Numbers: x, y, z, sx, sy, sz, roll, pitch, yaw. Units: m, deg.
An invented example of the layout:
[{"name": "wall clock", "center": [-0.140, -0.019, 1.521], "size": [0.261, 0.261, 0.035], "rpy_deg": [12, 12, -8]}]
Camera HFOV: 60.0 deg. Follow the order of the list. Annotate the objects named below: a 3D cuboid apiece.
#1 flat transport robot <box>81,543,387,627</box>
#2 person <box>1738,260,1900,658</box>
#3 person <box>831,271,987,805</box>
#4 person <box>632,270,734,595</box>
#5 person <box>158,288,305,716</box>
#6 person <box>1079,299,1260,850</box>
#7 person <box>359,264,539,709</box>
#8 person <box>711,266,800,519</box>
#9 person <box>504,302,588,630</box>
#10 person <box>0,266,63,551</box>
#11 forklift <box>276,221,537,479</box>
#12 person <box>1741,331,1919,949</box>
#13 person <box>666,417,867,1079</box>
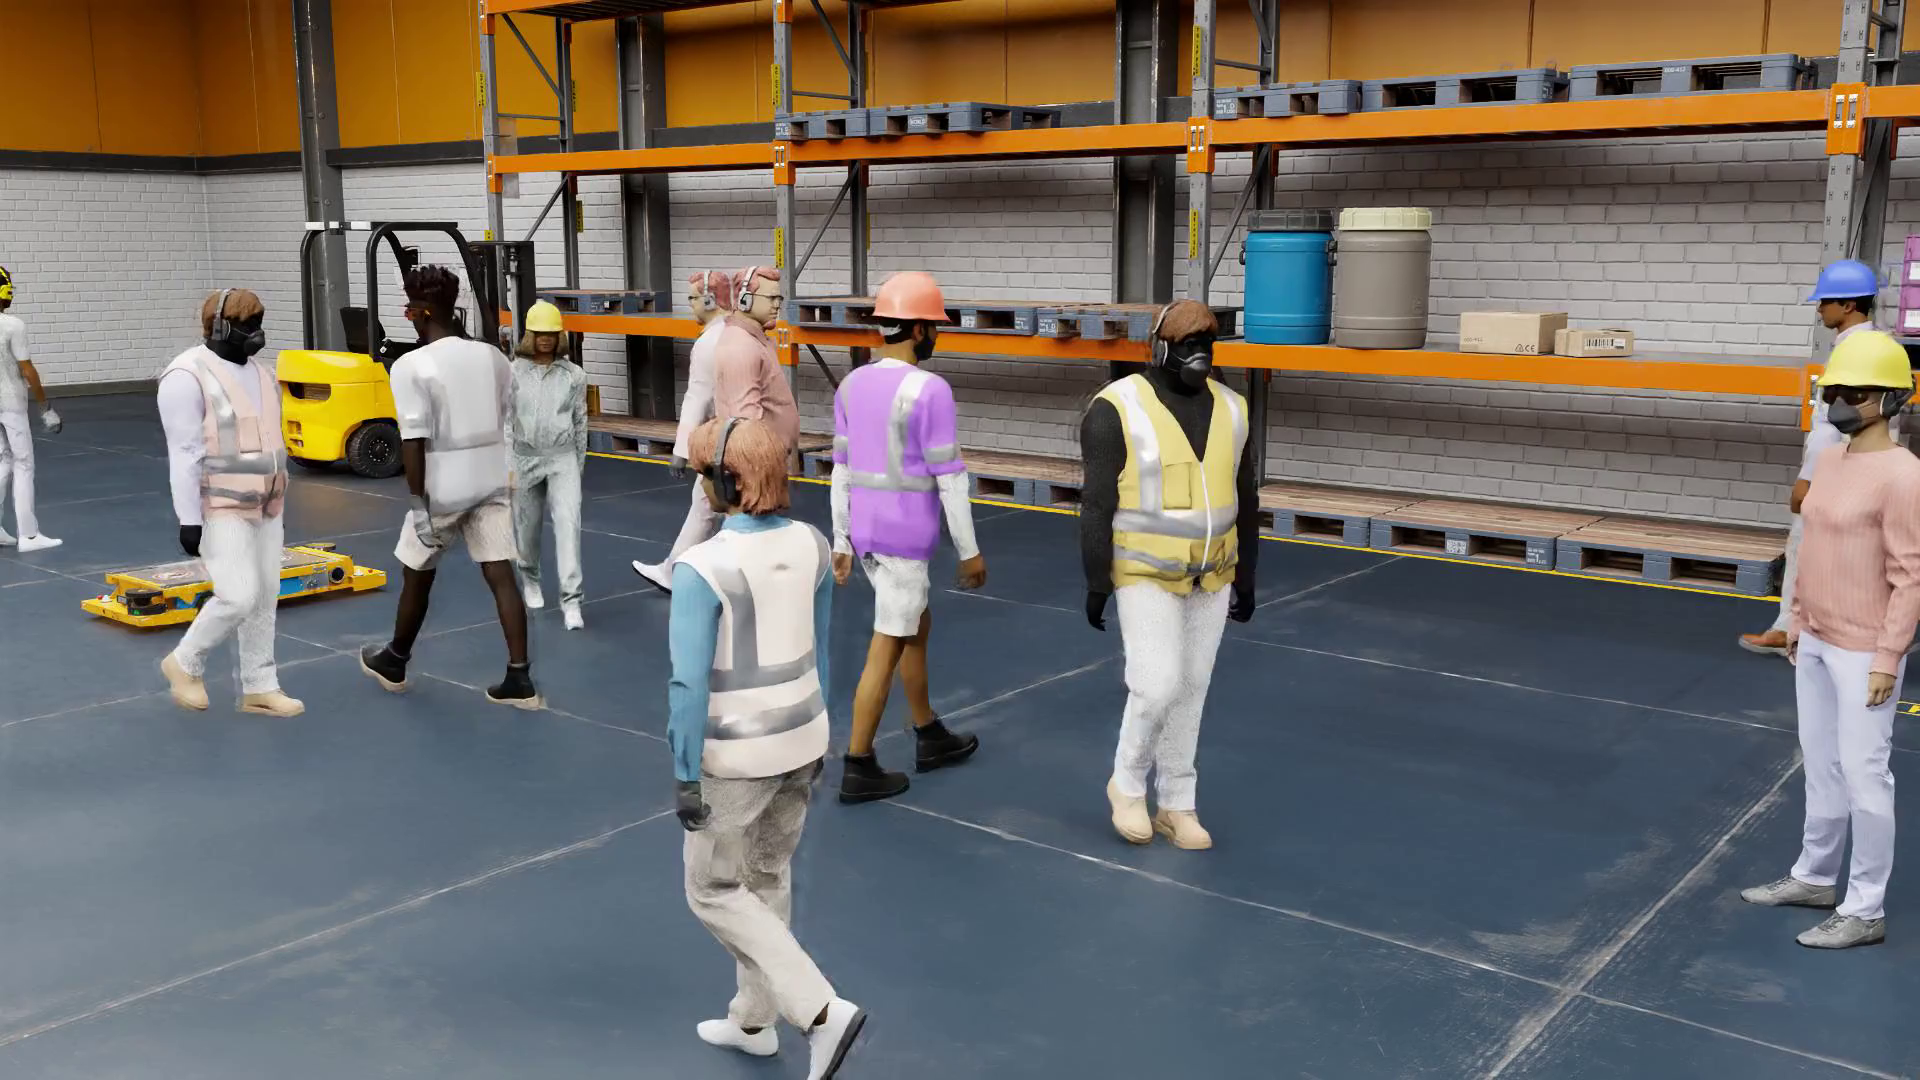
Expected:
[{"name": "flat transport robot", "center": [-4.015, 0.231, 9.258], "size": [0.652, 0.197, 1.431], "rpy_deg": [8, 13, 38]}, {"name": "person", "center": [4.008, -0.330, 7.769], "size": [0.798, 1.918, 0.634], "rpy_deg": [7, 13, 36]}, {"name": "person", "center": [-0.138, -0.016, 6.090], "size": [0.862, 1.900, 0.548], "rpy_deg": [-8, 13, -37]}, {"name": "person", "center": [-1.383, -0.539, 9.131], "size": [1.008, 1.846, 0.665], "rpy_deg": [2, 10, 11]}, {"name": "person", "center": [-3.057, -0.135, 6.972], "size": [0.486, 1.824, 0.644], "rpy_deg": [3, 11, 16]}, {"name": "person", "center": [0.710, 0.127, 5.497], "size": [0.651, 1.832, 0.448], "rpy_deg": [-5, 11, -27]}, {"name": "person", "center": [-2.247, -0.235, 7.283], "size": [1.004, 1.911, 0.628], "rpy_deg": [8, 13, 37]}, {"name": "person", "center": [-0.950, -0.322, 7.801], "size": [0.401, 1.904, 0.640], "rpy_deg": [-1, 10, -7]}, {"name": "person", "center": [-2.227, -0.418, 8.895], "size": [0.490, 1.706, 0.879], "rpy_deg": [-4, 11, -20]}, {"name": "person", "center": [-6.138, -0.840, 10.779], "size": [0.546, 1.864, 0.405], "rpy_deg": [4, 11, 20]}, {"name": "forklift", "center": [-4.922, -1.741, 14.854], "size": [1.214, 2.155, 2.313], "rpy_deg": [8, 13, 38]}, {"name": "person", "center": [2.540, 0.288, 4.790], "size": [0.307, 1.770, 0.533], "rpy_deg": [0, 10, 0]}, {"name": "person", "center": [-0.446, 0.519, 3.934], "size": [0.542, 1.622, 0.515], "rpy_deg": [7, 12, 35]}]
